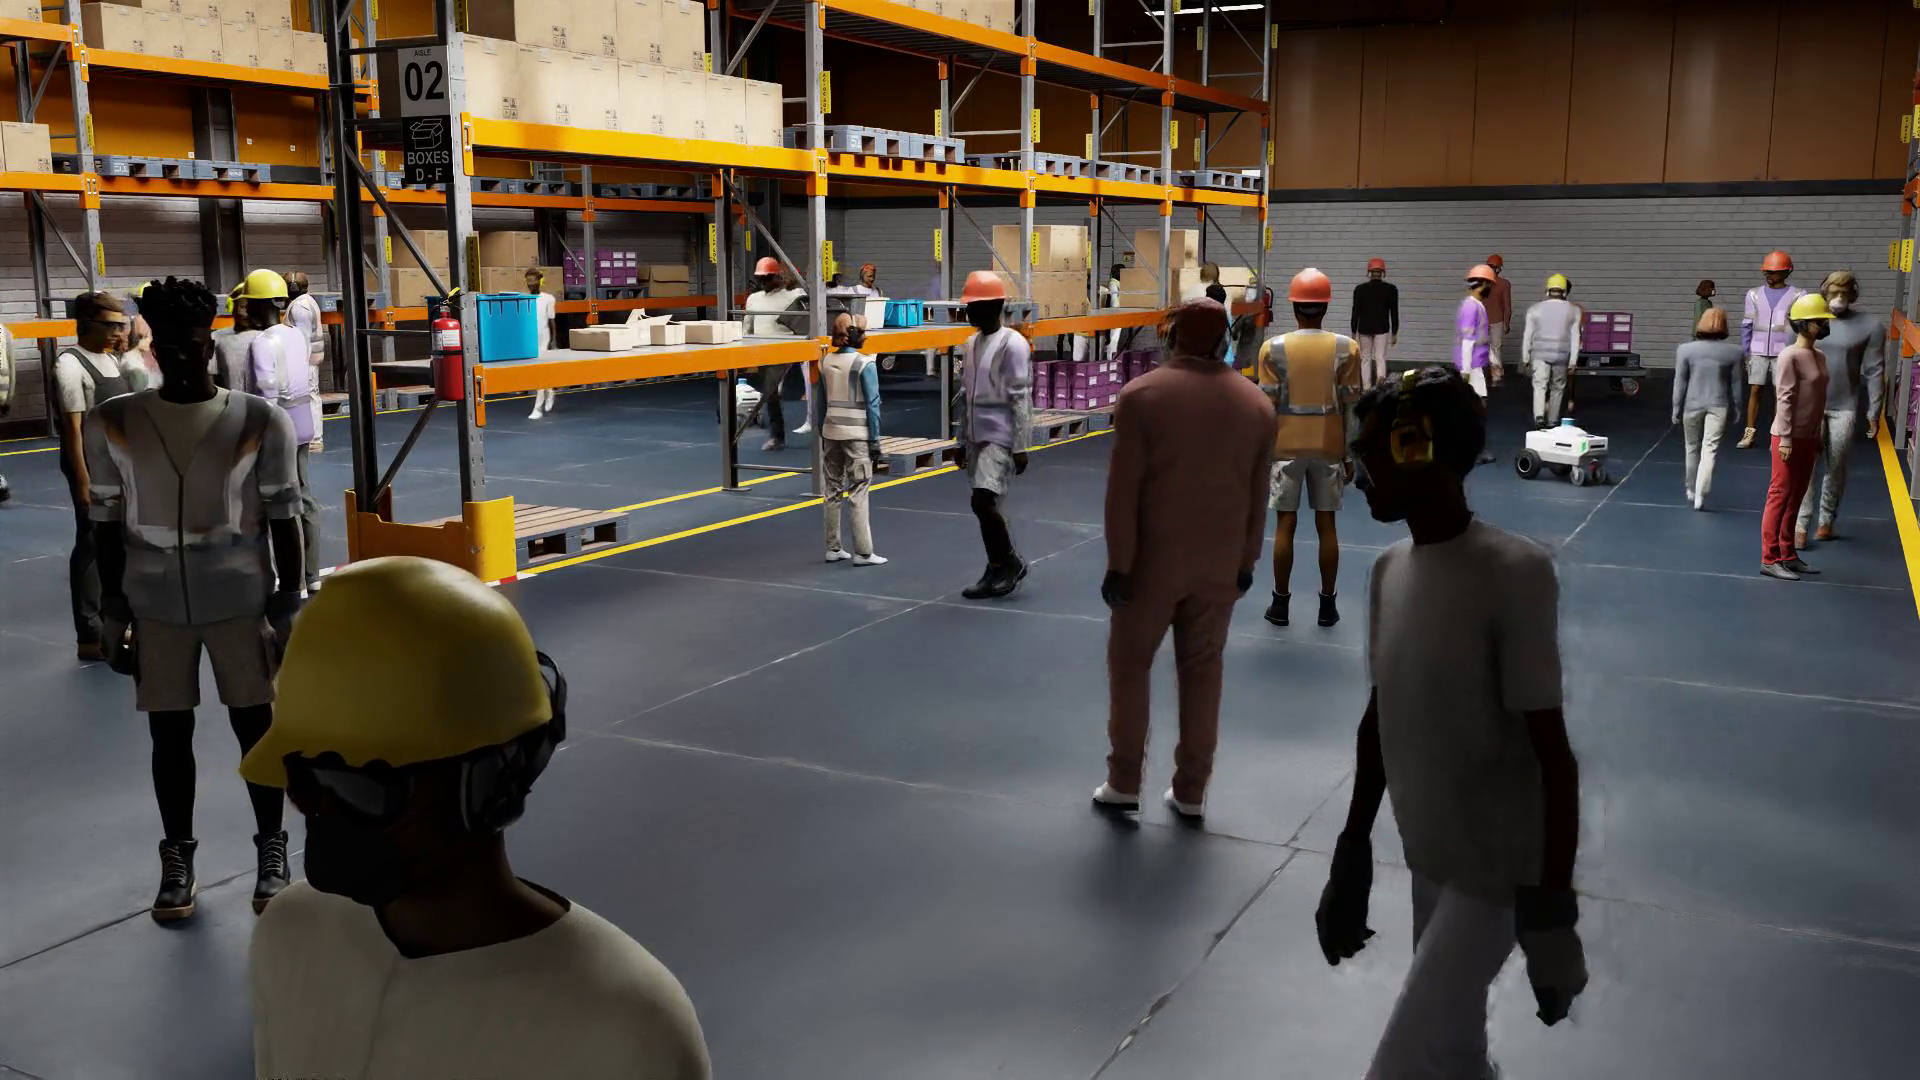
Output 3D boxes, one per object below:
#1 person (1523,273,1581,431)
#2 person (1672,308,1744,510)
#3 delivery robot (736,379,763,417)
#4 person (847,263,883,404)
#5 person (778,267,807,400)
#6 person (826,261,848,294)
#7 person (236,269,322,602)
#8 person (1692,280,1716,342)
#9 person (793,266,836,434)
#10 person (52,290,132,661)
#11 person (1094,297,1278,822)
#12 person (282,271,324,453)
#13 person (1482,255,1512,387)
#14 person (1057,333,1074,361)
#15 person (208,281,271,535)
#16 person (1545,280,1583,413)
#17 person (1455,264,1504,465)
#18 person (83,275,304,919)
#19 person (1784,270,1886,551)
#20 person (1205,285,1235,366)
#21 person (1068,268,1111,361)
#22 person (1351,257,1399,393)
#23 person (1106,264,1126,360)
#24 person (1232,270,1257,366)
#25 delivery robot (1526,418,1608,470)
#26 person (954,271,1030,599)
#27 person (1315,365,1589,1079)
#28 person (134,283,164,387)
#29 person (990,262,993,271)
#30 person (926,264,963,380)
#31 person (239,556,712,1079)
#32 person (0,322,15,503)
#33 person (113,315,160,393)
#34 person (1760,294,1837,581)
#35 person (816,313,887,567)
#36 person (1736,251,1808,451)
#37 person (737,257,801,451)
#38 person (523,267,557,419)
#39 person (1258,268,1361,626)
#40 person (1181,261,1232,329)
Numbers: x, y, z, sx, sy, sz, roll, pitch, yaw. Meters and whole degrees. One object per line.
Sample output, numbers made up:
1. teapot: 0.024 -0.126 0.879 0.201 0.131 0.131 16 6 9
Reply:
1. person: 6.542 -2.046 18.415 0.597 1.801 0.848 4 10 20
2. person: 5.953 -1.048 13.254 0.513 1.581 0.874 5 11 26
3. delivery robot: -2.533 -1.639 19.389 0.477 0.478 0.707 -4 10 -21
4. person: -1.251 -2.737 22.174 0.593 1.887 0.343 -8 13 -40
5. person: -2.283 -2.796 22.680 0.573 1.839 0.969 5 11 26
6. person: -1.721 -2.790 22.365 0.638 1.917 0.437 8 12 38
7. person: -3.953 -0.595 9.642 0.371 1.929 0.585 0 10 2
8. person: 10.769 -2.947 24.106 0.282 1.636 0.500 8 13 40
9. person: -1.566 -2.130 18.635 0.600 1.891 0.676 -6 12 -32
10. person: -4.295 -0.322 8.327 0.345 1.836 0.508 -1 10 -4
11. person: 0.820 0.069 5.994 0.688 1.863 0.487 -3 10 -17
12. person: -6.684 -1.803 16.889 0.429 1.841 0.634 -2 10 -14
13. person: 8.066 -3.327 25.266 0.622 1.993 0.382 7 12 37
14. person: 1.882 -3.958 29.084 0.543 1.939 0.362 3 10 18
15. person: -4.583 -0.725 10.644 0.688 1.837 0.579 -1 10 -7
16. person: 7.611 -2.456 21.092 0.541 1.696 0.318 1 10 8
17. person: 5.011 -1.682 15.991 0.479 1.909 0.579 4 10 20
18. person: -2.306 0.184 5.069 0.599 1.958 0.371 -2 10 -12
19. person: 5.996 -0.897 11.473 0.651 1.906 0.843 5 11 28
20. person: 2.751 -1.869 17.731 0.337 1.687 0.539 3 10 19
21. person: 1.781 -2.843 22.940 0.629 1.837 0.429 -1 10 -5
22. person: 5.664 -2.867 22.700 0.637 1.973 0.726 2 10 12
23. person: 2.641 -3.711 27.936 0.429 1.842 0.629 2 10 12
24. person: 4.231 -3.190 25.066 0.845 1.788 0.602 5 11 26
25. delivery robot: 5.370 -0.835 14.735 0.477 0.478 0.707 -5 11 -28
26. person: 0.153 -0.591 9.642 0.410 1.917 0.564 -6 12 -32
27. person: 0.877 0.618 2.937 0.452 1.822 0.625 -1 10 -7
28. person: -7.845 -1.638 16.284 0.531 1.725 0.898 7 12 34
29. person: 0.653 -3.553 26.774 0.375 1.927 0.543 -2 10 -13
30. person: -0.217 -3.481 26.404 0.763 1.903 0.664 -5 11 -27
31. person: -0.458 0.883 1.556 0.526 1.769 0.328 5 11 26
32. person: -7.865 -1.149 13.255 0.622 1.788 0.648 2 10 13
33. person: -5.171 -0.587 10.471 0.324 1.647 0.521 -8 13 -39
34. person: 5.237 -0.642 10.376 0.524 1.772 0.301 -9 13 -41
35. person: -0.720 -0.645 10.781 0.515 1.636 0.314 8 13 40
36. person: 8.303 -1.923 17.013 0.608 2.037 0.398 8 13 39
37. person: -1.989 -1.883 16.952 0.639 1.971 0.655 7 12 34
38. person: -5.192 -2.426 20.466 0.533 1.849 0.742 2 10 14
39. person: 1.877 -0.492 9.011 0.545 1.942 0.349 1 10 6
40. person: 2.890 -2.310 19.581 0.649 1.921 0.421 5 11 25
